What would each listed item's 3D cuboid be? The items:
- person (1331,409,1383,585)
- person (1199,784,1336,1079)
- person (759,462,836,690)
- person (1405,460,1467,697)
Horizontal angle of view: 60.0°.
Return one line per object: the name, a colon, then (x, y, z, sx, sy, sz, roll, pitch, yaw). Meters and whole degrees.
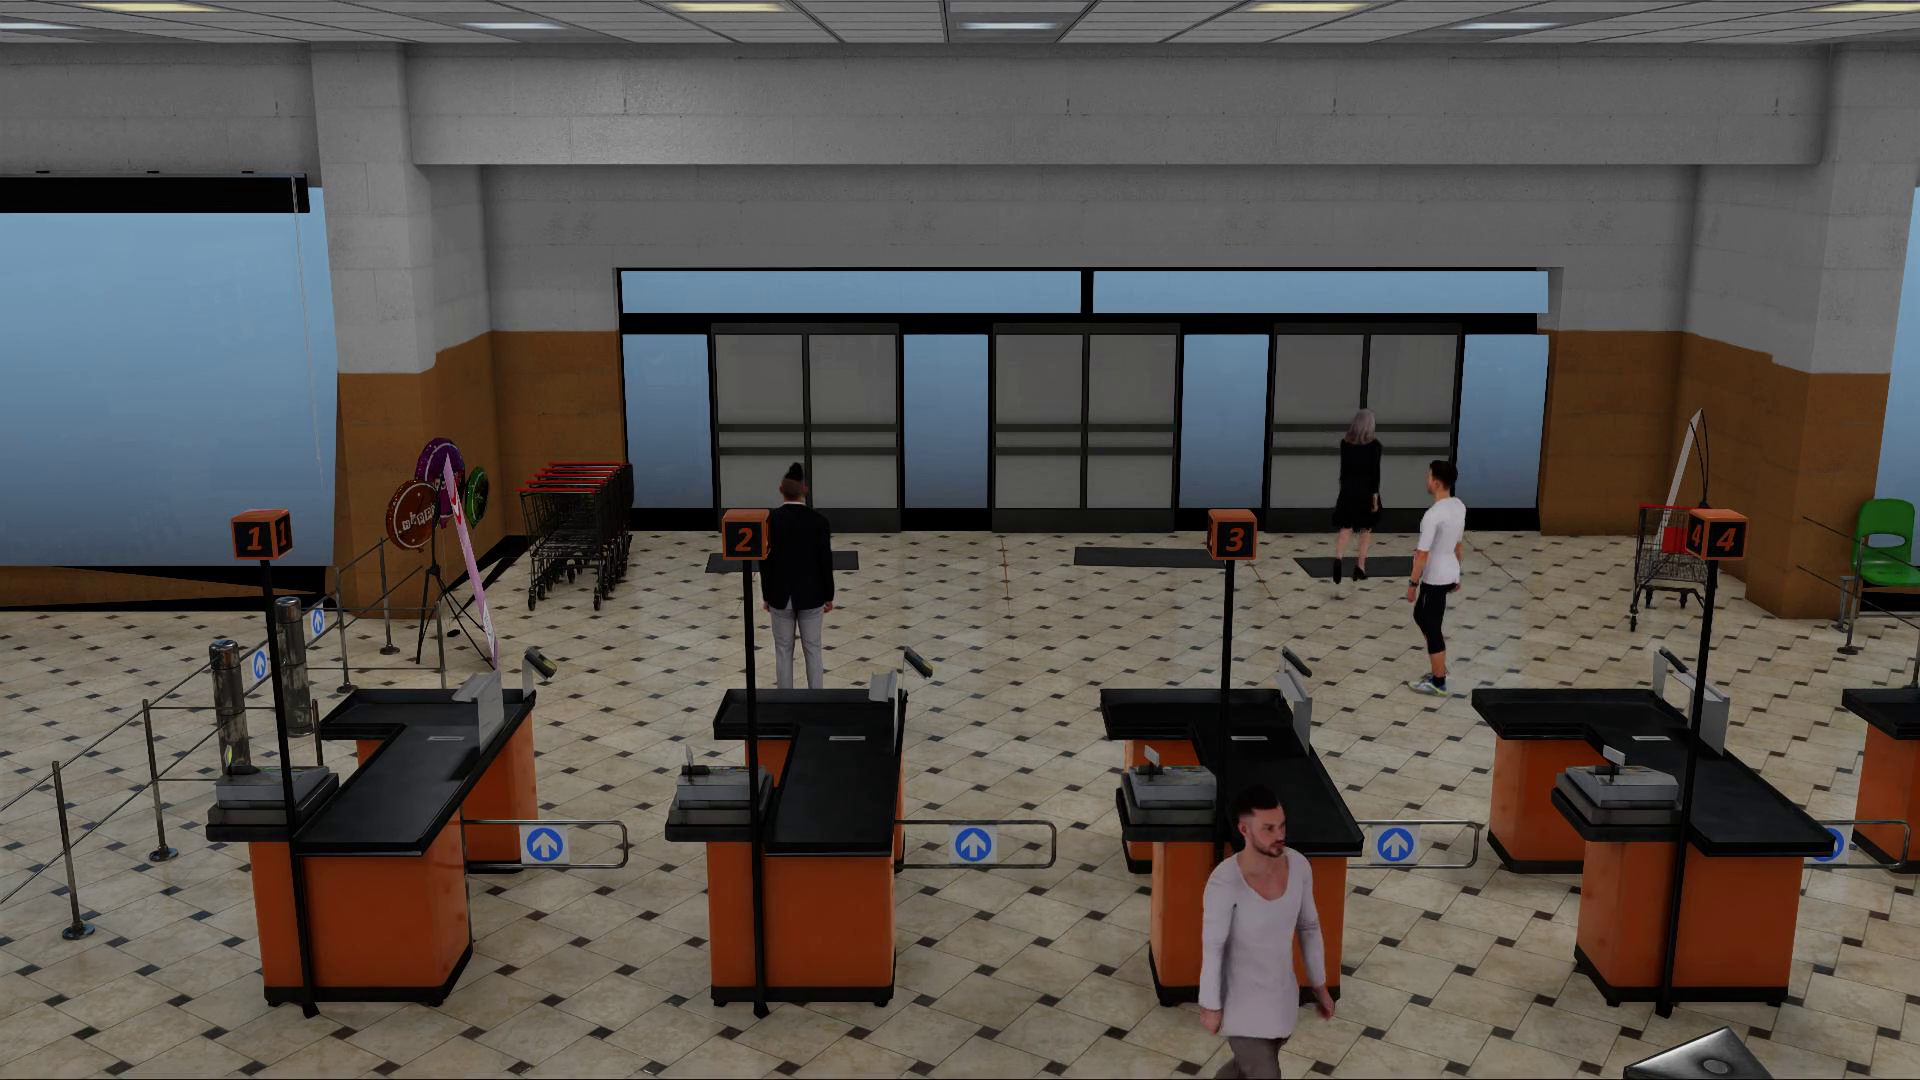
person: (3.751, -0.367, 15.816, 0.962, 1.715, 1.141, 9, 16, 33)
person: (1.142, 1.807, 6.660, 1.100, 1.806, 1.241, -10, 17, -34)
person: (-1.201, 0.378, 12.237, 0.690, 1.954, 0.568, 0, 14, 0)
person: (3.742, 0.313, 12.746, 0.861, 1.841, 0.791, 12, 18, 41)
